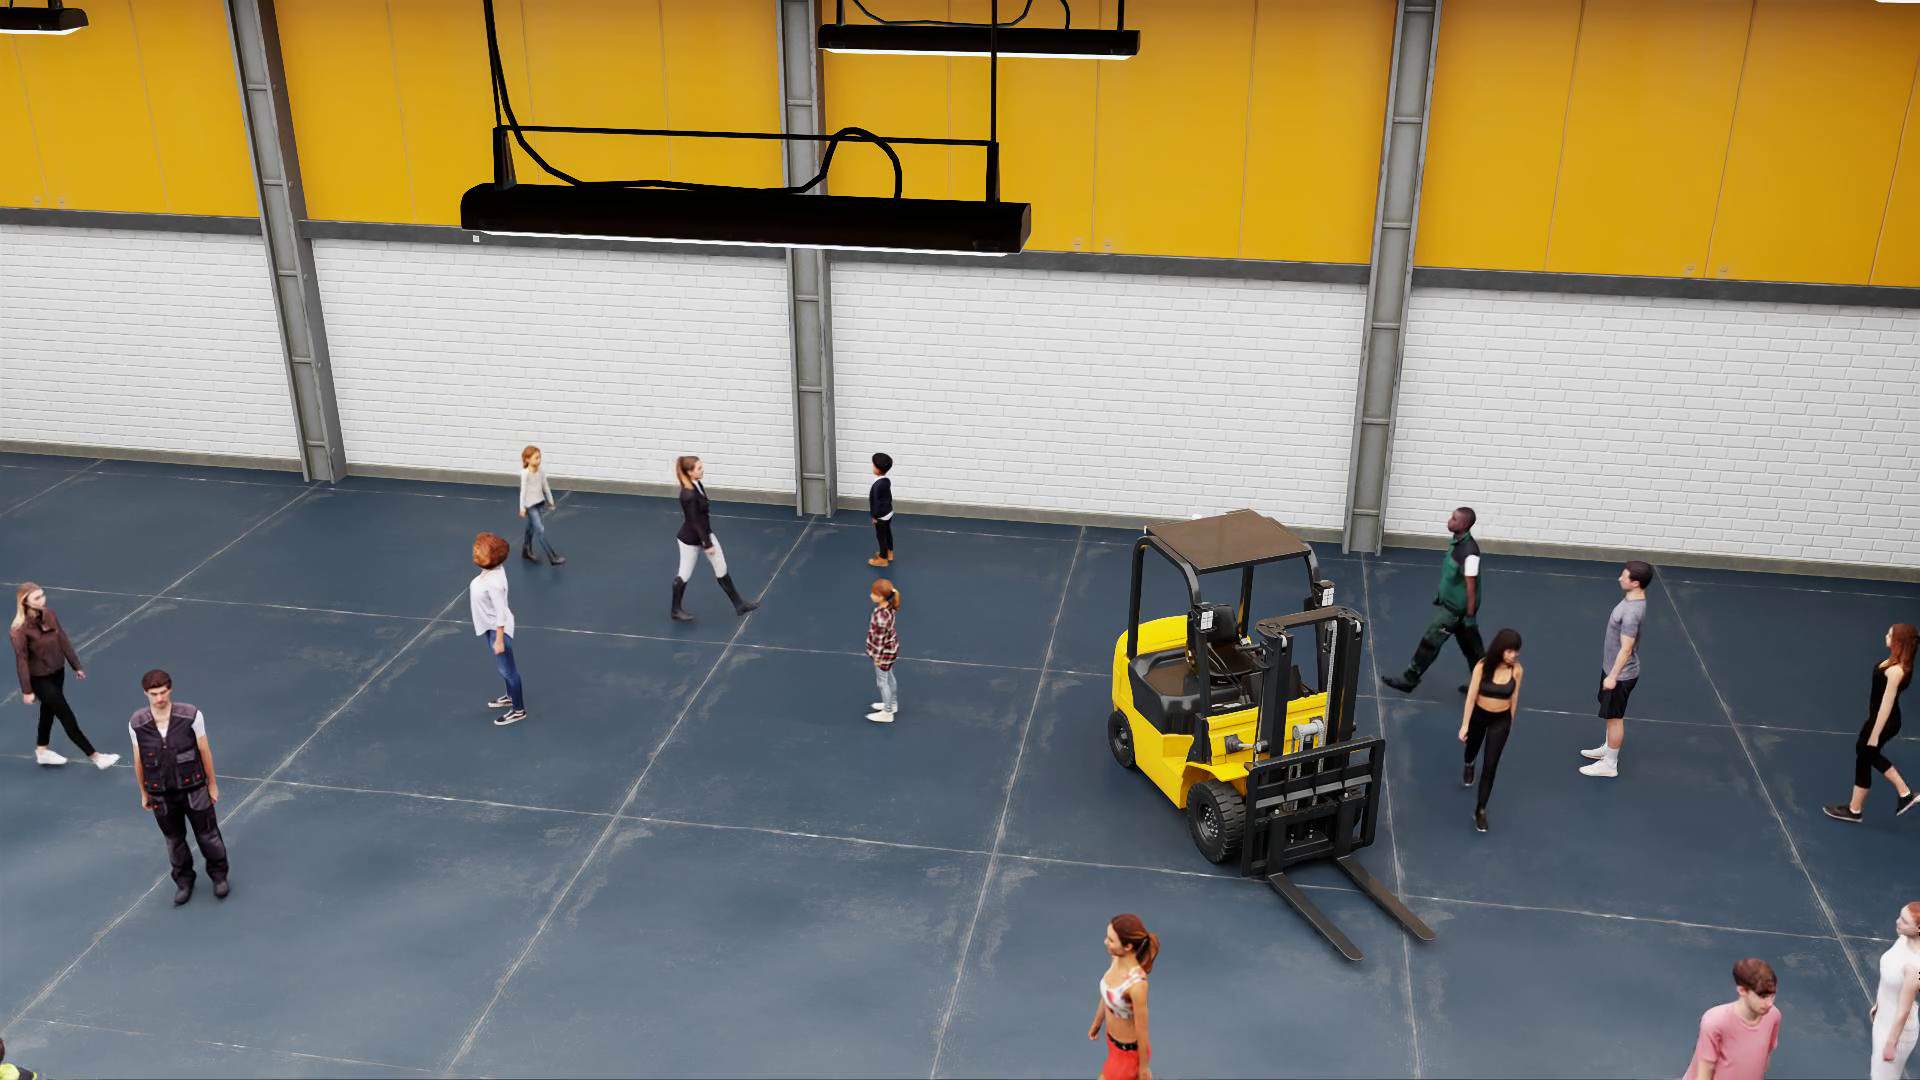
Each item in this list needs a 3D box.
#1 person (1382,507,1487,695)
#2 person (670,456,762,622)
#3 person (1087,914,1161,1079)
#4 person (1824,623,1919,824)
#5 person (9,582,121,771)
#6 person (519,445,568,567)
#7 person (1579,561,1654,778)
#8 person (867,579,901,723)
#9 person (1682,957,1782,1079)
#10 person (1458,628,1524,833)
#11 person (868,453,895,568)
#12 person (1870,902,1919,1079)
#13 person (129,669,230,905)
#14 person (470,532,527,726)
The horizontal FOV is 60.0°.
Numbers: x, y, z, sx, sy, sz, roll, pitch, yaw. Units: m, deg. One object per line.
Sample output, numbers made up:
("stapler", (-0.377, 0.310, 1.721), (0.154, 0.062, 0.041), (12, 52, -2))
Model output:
("person", (4.412, 0.591, 14.458), (1.202, 1.779, 0.732), (3, 24, 7))
("person", (-2.603, 0.033, 15.847), (1.084, 1.688, 0.545), (4, 24, 10))
("person", (1.019, 2.859, 9.314), (1.209, 1.742, 0.836), (-3, 24, -7))
("person", (7.094, 1.420, 12.639), (0.951, 1.716, 0.791), (15, 28, 31))
("person", (-7.420, 1.117, 13.396), (1.037, 1.664, 0.629), (3, 24, 8))
("person", (-4.468, -0.362, 17.243), (0.899, 1.293, 0.644), (12, 26, 25))
("person", (5.315, 1.022, 13.353), (0.634, 1.873, 0.704), (10, 25, 21))
("person", (-0.640, 0.934, 14.265), (0.489, 1.305, 0.523), (4, 24, 10))
("person", (3.961, 2.958, 8.838), (0.820, 1.942, 0.855), (-5, 24, -12))
("person", (4.081, 1.373, 12.881), (1.017, 1.608, 0.650), (6, 24, 13))
("person", (-0.805, -0.324, 17.241), (0.522, 1.226, 0.536), (9, 25, 19))
("person", (5.321, 2.780, 9.436), (0.567, 1.790, 0.598), (9, 25, 19))
("person", (-5.528, 1.731, 11.769), (0.690, 1.843, 0.811), (-7, 24, -15))
("person", (-3.930, 0.728, 14.224), (0.760, 1.714, 0.738), (-9, 25, -19))
